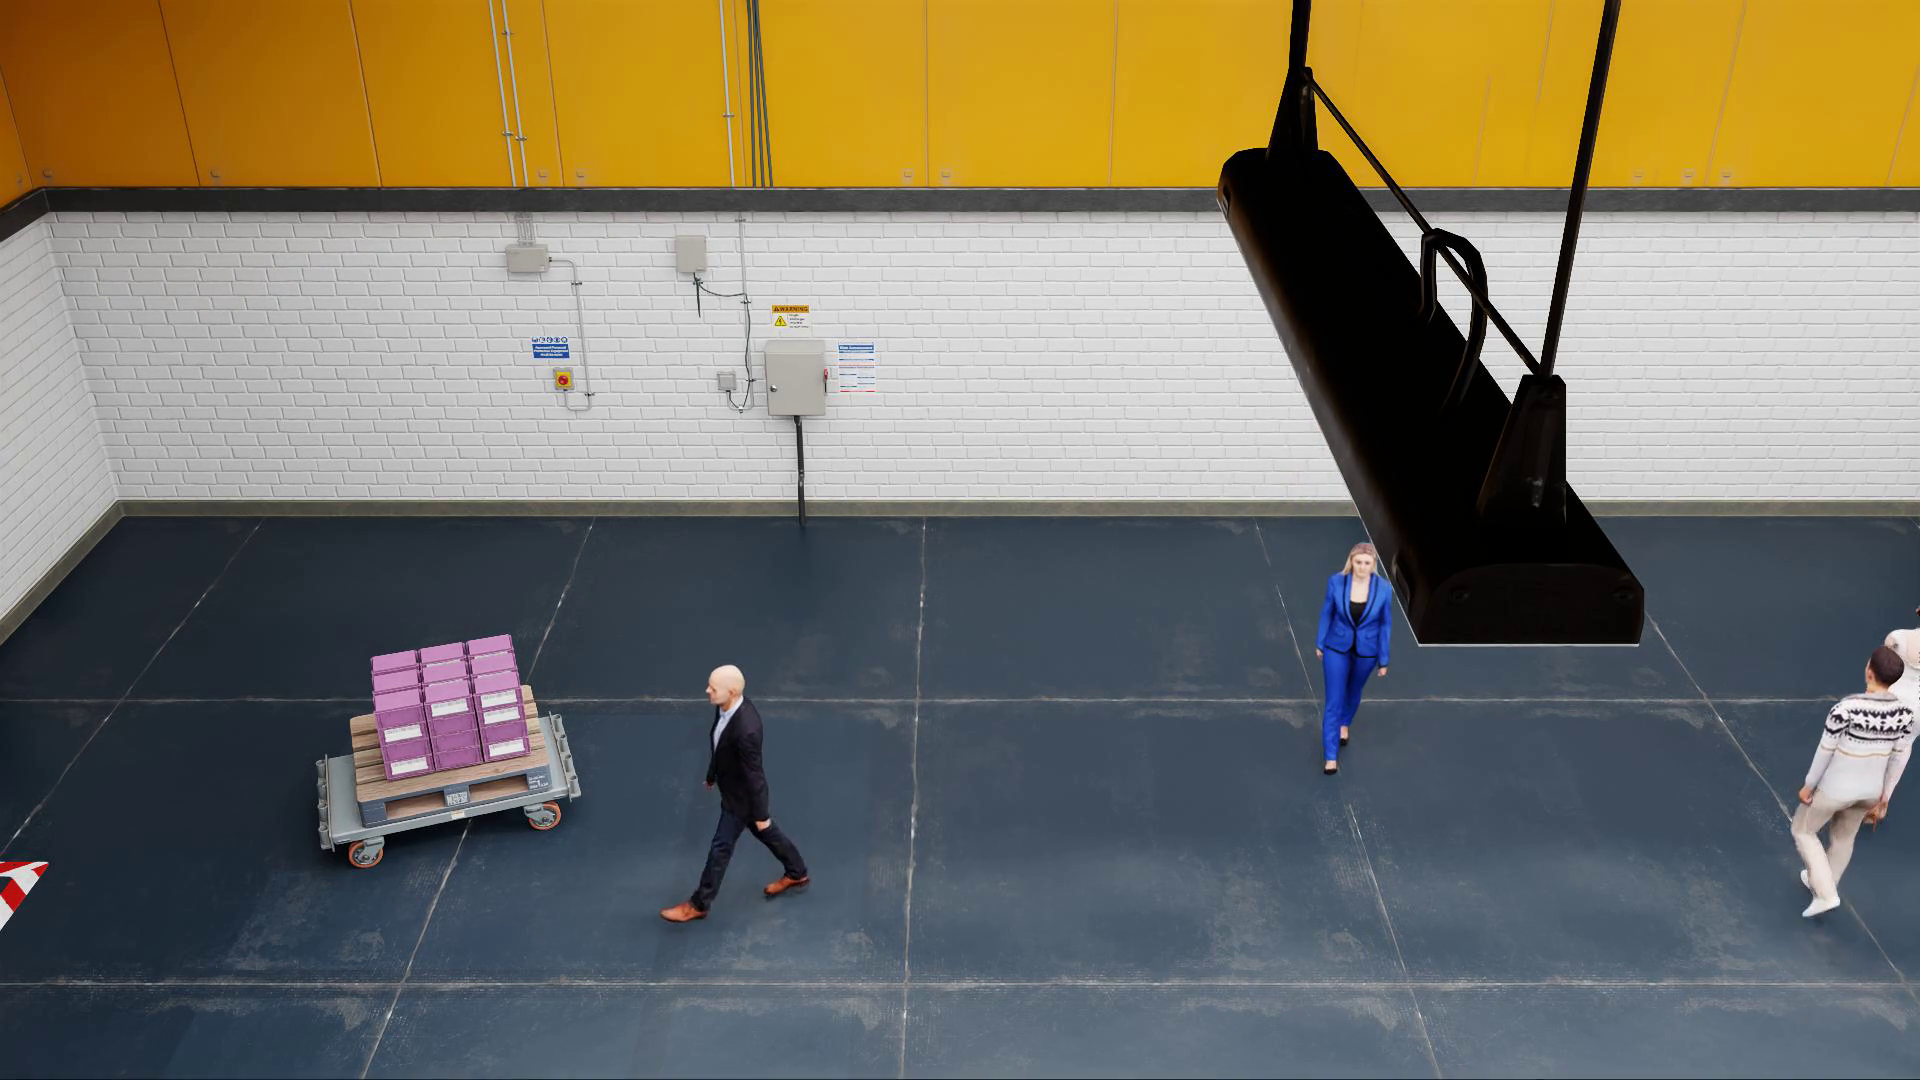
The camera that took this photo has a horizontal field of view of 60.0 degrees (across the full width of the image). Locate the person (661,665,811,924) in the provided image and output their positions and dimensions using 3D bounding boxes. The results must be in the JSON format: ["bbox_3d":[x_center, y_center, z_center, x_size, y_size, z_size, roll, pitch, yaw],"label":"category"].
[{"bbox_3d":[-1.248,1.524,10.112,1.049,1.756,1.235,-10,30,-17],"label":"person"}]

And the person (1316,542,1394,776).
[{"bbox_3d":[2.741,0.741,11.636,0.768,1.670,1.083,5,29,9],"label":"person"}]

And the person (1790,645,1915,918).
[{"bbox_3d":[5.386,1.523,10.025,0.715,1.840,0.830,-2,29,-3],"label":"person"}]

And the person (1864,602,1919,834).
[{"bbox_3d":[6.084,1.158,10.756,0.699,1.781,0.730,13,31,23],"label":"person"}]
